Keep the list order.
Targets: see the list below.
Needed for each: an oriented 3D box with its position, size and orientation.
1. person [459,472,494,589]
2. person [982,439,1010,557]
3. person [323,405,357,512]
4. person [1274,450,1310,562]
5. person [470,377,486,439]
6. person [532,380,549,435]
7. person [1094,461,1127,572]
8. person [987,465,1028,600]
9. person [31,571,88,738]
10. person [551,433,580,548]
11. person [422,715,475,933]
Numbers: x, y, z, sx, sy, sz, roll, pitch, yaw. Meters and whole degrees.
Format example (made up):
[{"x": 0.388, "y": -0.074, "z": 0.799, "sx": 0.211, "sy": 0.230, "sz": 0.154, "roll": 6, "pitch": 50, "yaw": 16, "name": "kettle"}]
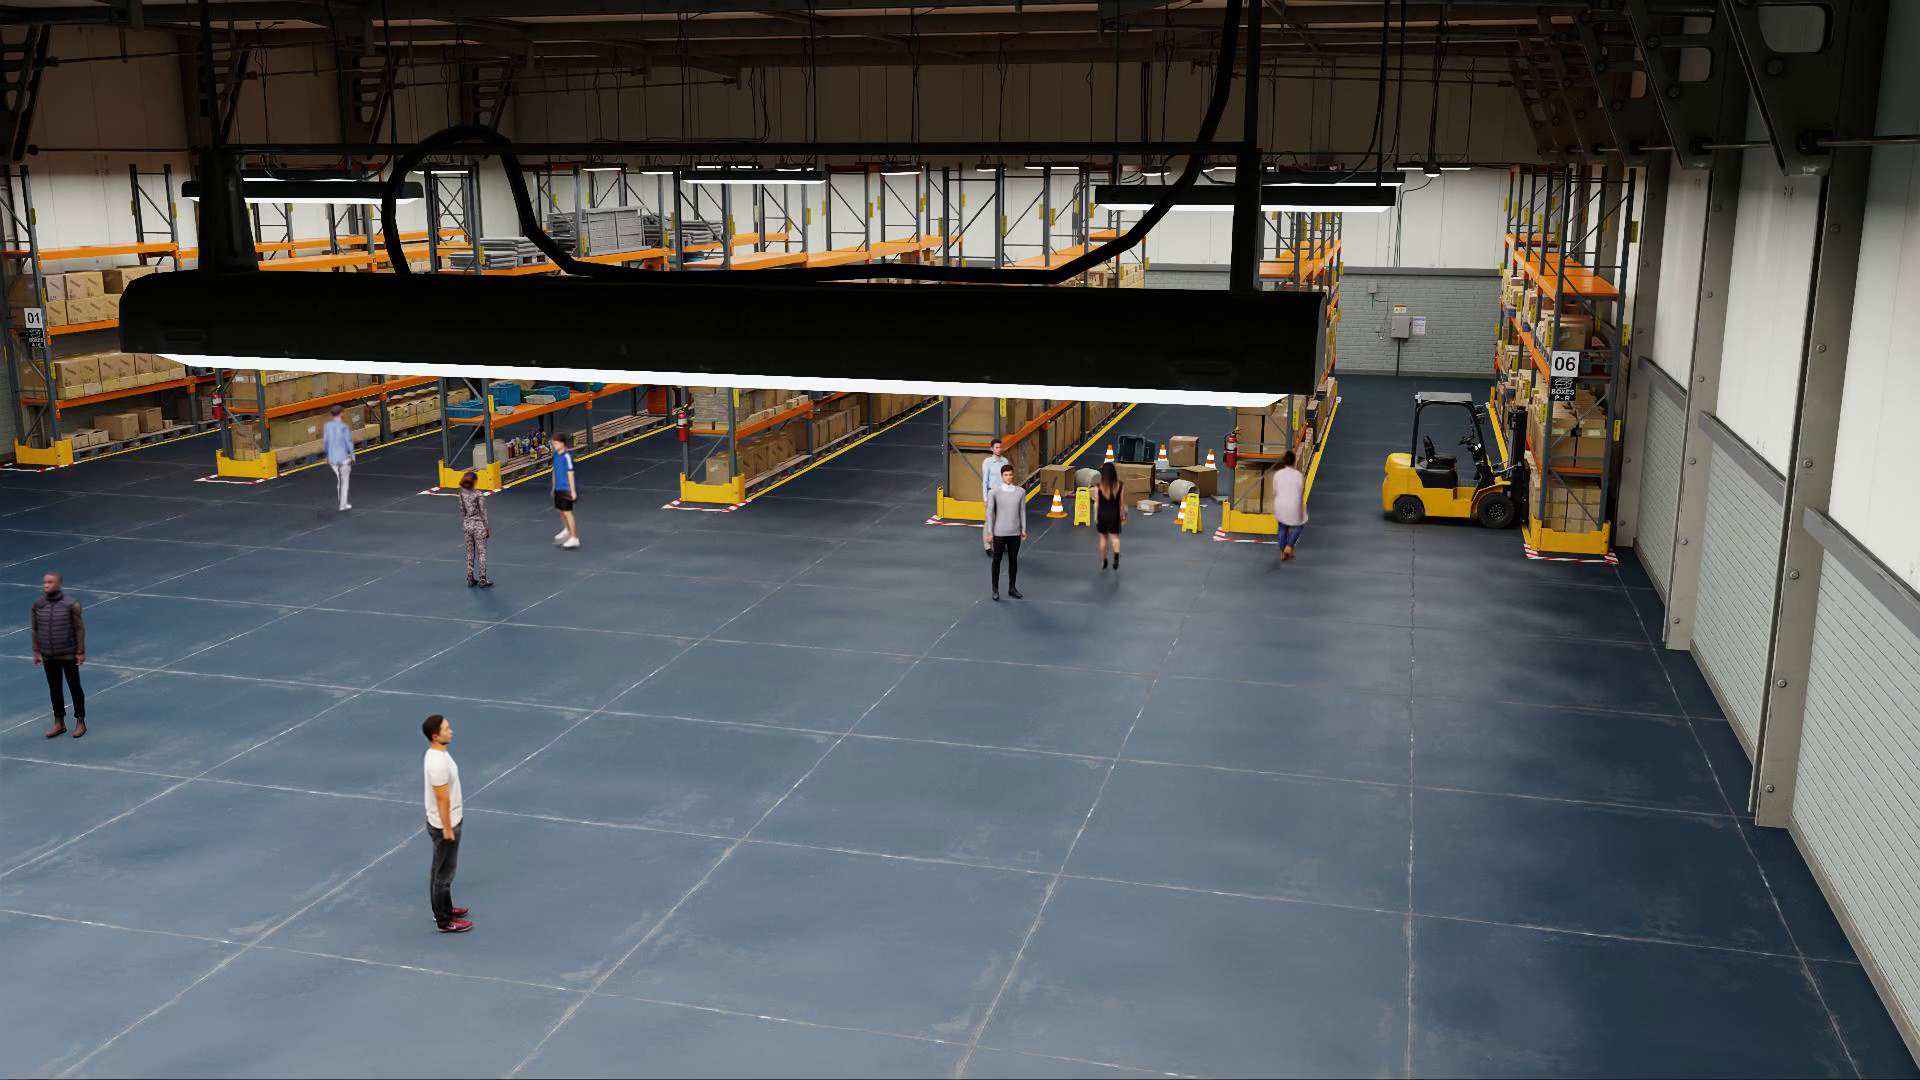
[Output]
[{"x": -7.104, "y": -0.162, "z": 24.339, "sx": 0.592, "sy": 1.715, "sz": 0.583, "roll": 5, "pitch": 14, "yaw": 20, "name": "person"}, {"x": 0.585, "y": -0.692, "z": 26.335, "sx": 0.752, "sy": 1.846, "sz": 0.809, "roll": -7, "pitch": 15, "yaw": -28, "name": "person"}, {"x": -11.056, "y": -1.443, "z": 29.515, "sx": 0.660, "sy": 1.876, "sz": 0.645, "roll": 3, "pitch": 13, "yaw": 13, "name": "person"}, {"x": 5.075, "y": -0.519, "z": 25.827, "sx": 0.831, "sy": 1.739, "sz": 0.842, "roll": 10, "pitch": 16, "yaw": 36, "name": "person"}, {"x": -10.774, "y": -3.116, "z": 37.317, "sx": 0.619, "sy": 1.615, "sz": 0.604, "roll": 2, "pitch": 13, "yaw": 9, "name": "person"}, {"x": -9.449, "y": -3.349, "z": 37.770, "sx": 0.708, "sy": 1.865, "sz": 0.601, "roll": 2, "pitch": 13, "yaw": 9, "name": "person"}, {"x": 2.269, "y": -0.304, "z": 25.000, "sx": 0.849, "sy": 1.694, "sz": 1.061, "roll": -1, "pitch": 13, "yaw": -5, "name": "person"}, {"x": 0.664, "y": -0.135, "z": 23.759, "sx": 0.838, "sy": 1.923, "sz": 0.832, "roll": -4, "pitch": 14, "yaw": -15, "name": "person"}, {"x": -9.765, "y": 1.229, "z": 18.067, "sx": 0.757, "sy": 1.835, "sz": 0.684, "roll": 0, "pitch": 13, "yaw": -1, "name": "person"}, {"x": -6.378, "y": -0.820, "z": 26.915, "sx": 1.070, "sy": 1.834, "sz": 1.070, "roll": -12, "pitch": 18, "yaw": -42, "name": "person"}, {"x": -4.227, "y": 2.288, "z": 13.562, "sx": 0.780, "sy": 1.804, "sz": 0.674, "roll": -4, "pitch": 14, "yaw": -19, "name": "person"}]
